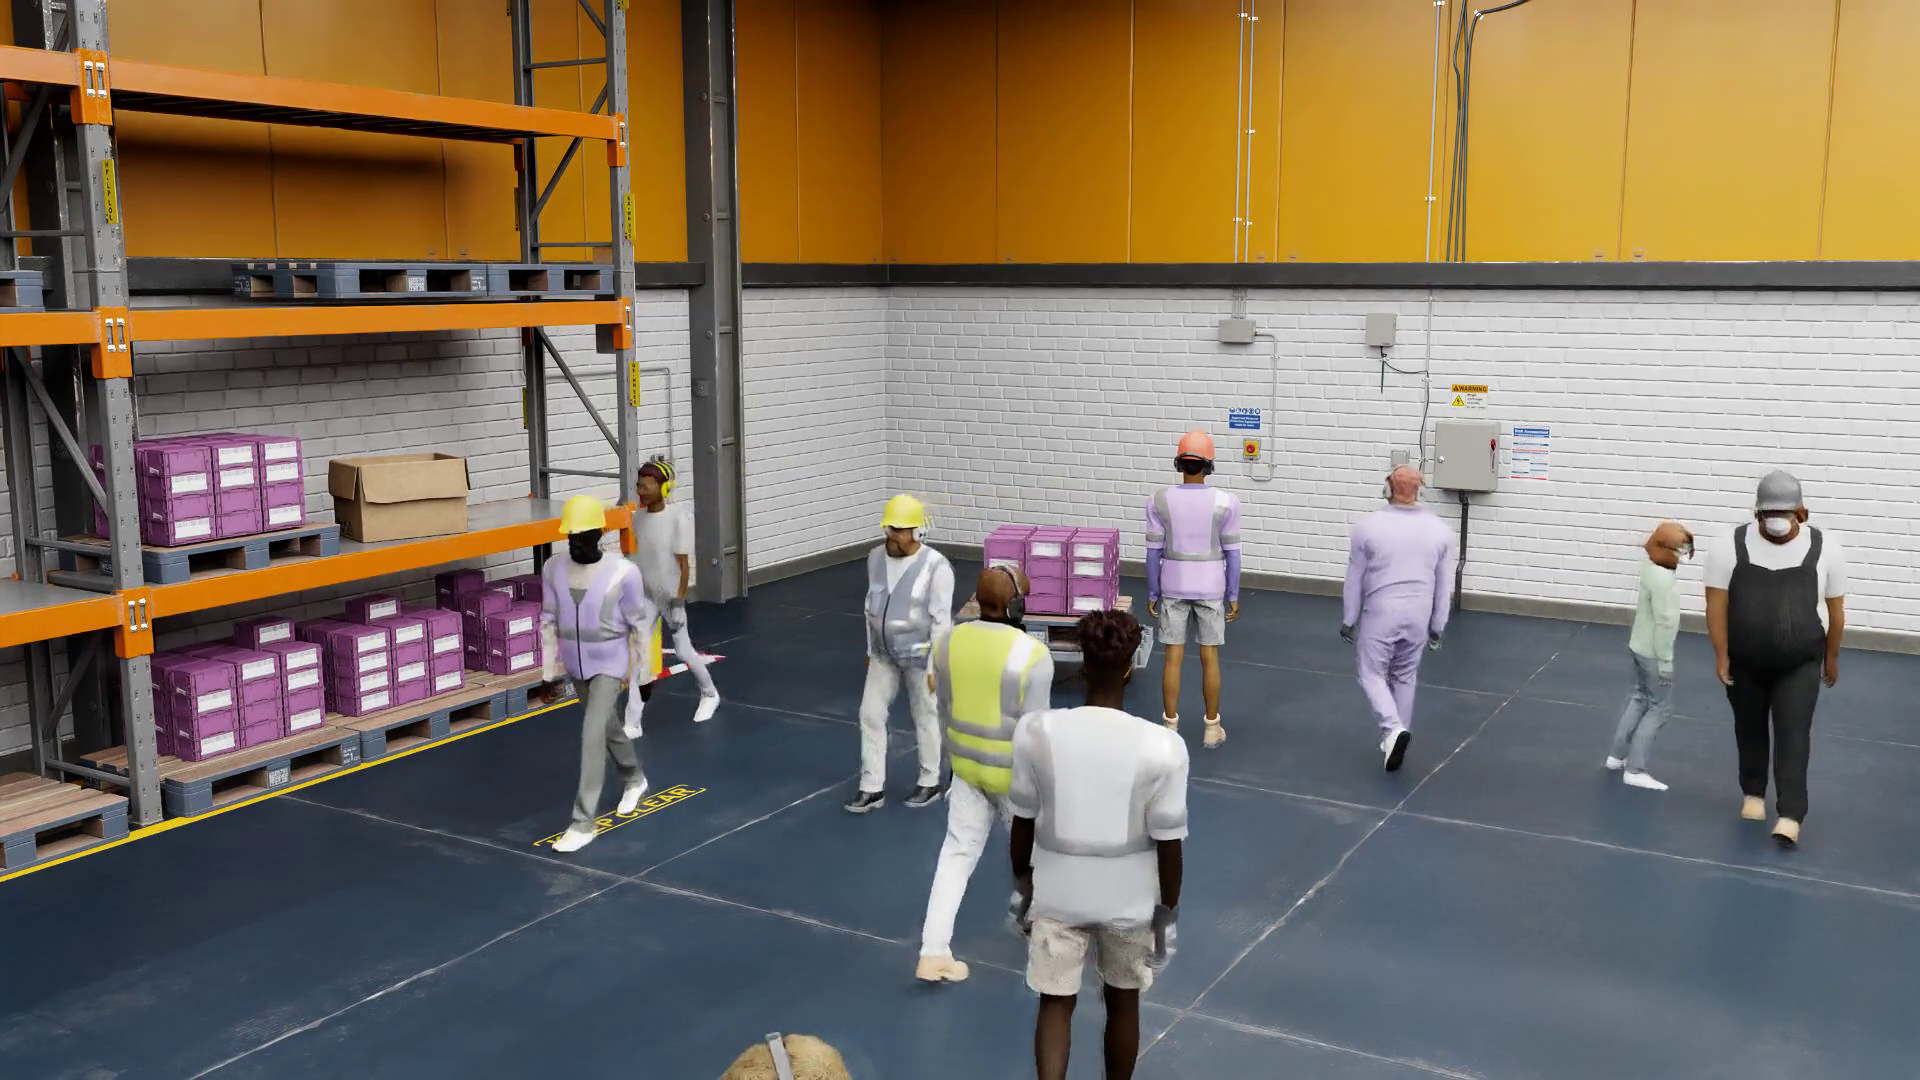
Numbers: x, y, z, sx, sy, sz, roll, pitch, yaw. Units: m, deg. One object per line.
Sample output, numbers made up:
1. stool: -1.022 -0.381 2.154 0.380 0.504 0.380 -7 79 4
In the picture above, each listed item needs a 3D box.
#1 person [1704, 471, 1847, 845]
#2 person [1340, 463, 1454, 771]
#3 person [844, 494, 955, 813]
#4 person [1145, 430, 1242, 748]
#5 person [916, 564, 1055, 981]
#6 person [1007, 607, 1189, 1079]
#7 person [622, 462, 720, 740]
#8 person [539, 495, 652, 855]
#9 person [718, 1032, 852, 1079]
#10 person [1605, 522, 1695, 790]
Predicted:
1. person: 4.348 0.590 8.940 0.689 2.000 0.972 5 11 30
2. person: 2.674 0.476 10.138 0.654 1.883 0.705 -1 9 -7
3. person: -0.364 0.649 9.284 0.630 1.804 0.742 6 11 34
4. person: 1.487 0.317 10.635 0.608 2.044 0.373 2 9 11
5. person: 0.138 0.995 7.182 0.639 1.801 0.944 7 11 37
6. person: 0.445 1.188 5.512 0.615 1.948 0.780 2 9 10
7. person: -1.918 0.377 10.978 0.534 1.824 0.989 5 10 29
8. person: -1.944 0.665 9.017 0.576 1.878 1.006 4 10 23
9. person: -0.152 1.675 2.724 1.049 1.874 0.633 5 10 28
10. person: 4.091 0.669 9.836 0.372 1.598 0.636 2 9 12
